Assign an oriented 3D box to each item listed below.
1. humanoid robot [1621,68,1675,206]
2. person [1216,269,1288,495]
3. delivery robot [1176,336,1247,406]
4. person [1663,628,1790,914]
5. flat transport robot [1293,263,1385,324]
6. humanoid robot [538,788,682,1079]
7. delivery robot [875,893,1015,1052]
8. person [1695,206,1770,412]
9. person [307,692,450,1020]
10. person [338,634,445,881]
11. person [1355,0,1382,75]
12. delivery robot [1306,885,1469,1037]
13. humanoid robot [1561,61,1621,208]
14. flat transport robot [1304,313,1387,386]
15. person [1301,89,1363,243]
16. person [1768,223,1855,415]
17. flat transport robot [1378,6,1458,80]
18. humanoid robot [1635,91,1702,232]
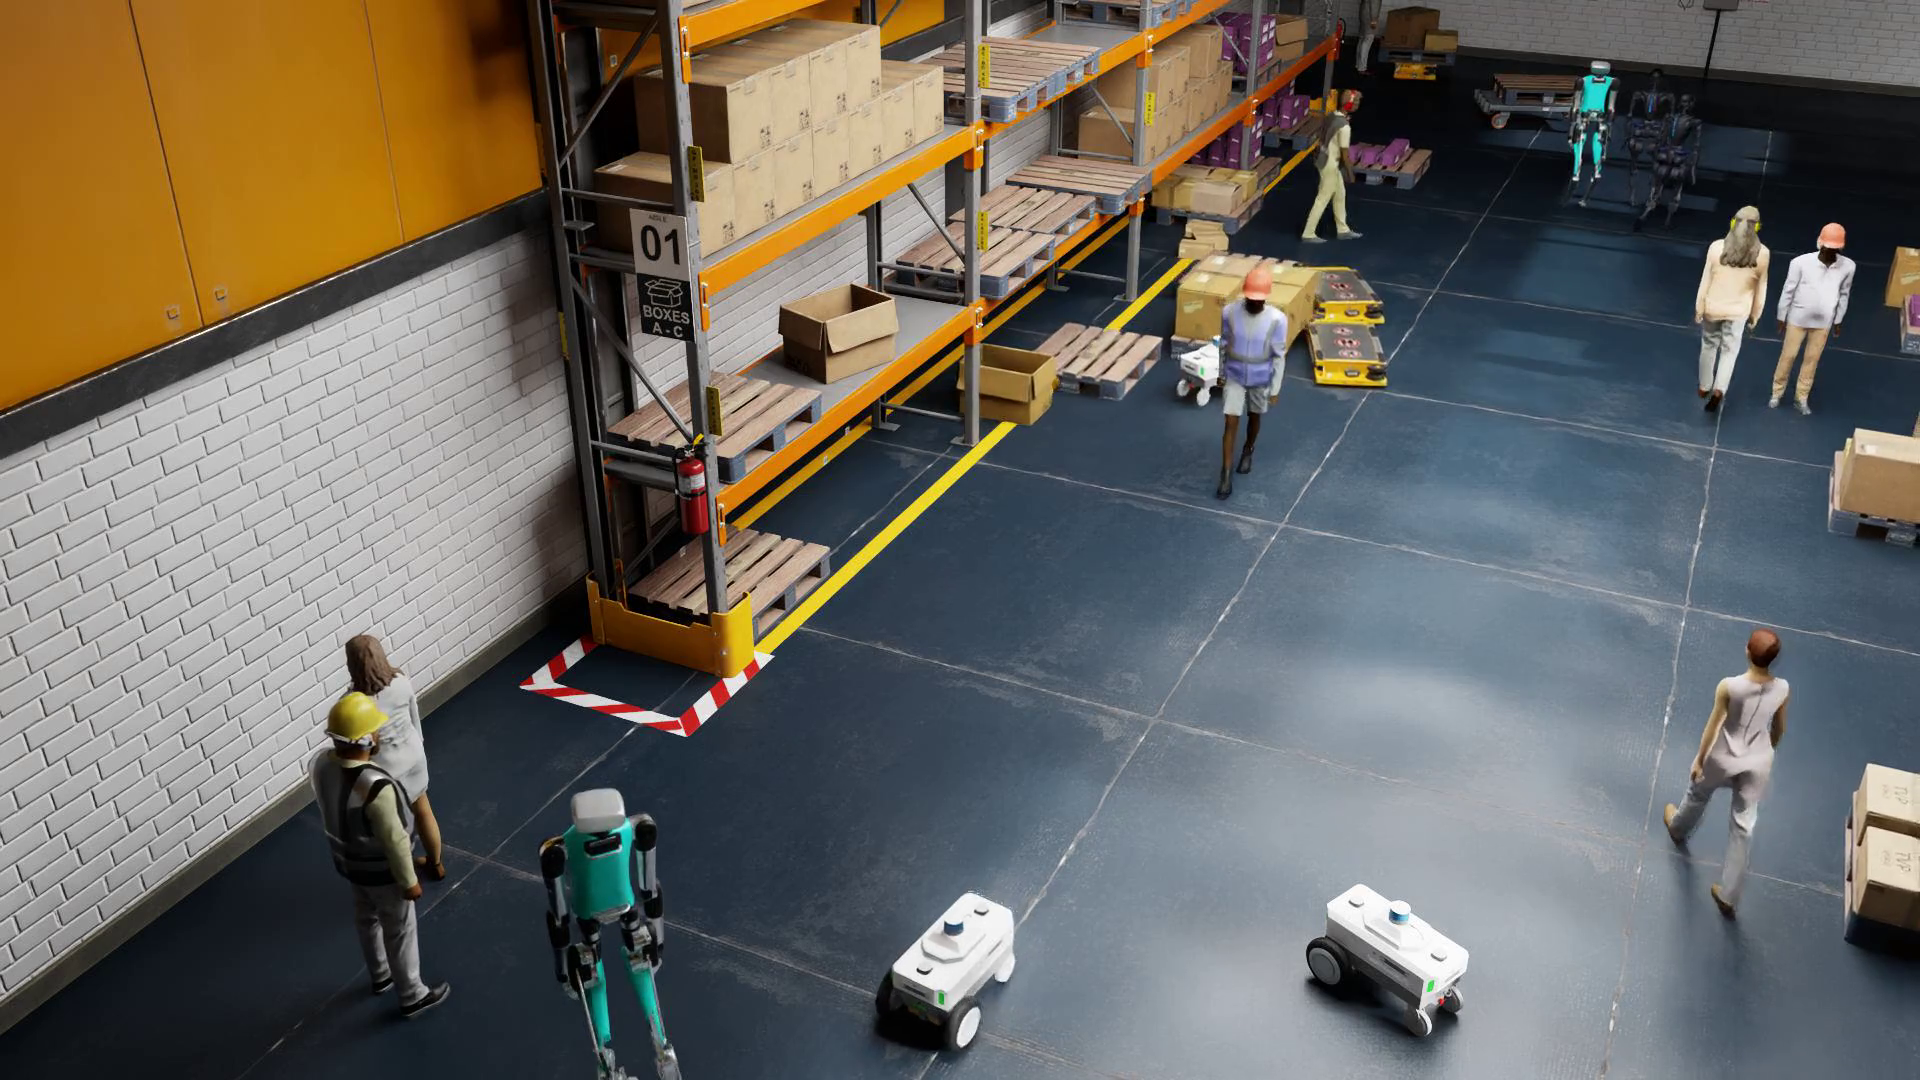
[{"bbox_3d":[8.421,-4.918,20.369,0.598,1.645,0.398,16,32,27],"label":"humanoid robot"},{"bbox_3d":[2.329,-1.295,13.426,0.550,1.875,0.986,8,29,14],"label":"person"},{"bbox_3d":[2.382,-1.604,15.382,0.769,0.577,0.499,-19,34,-31],"label":"delivery robot"},{"bbox_3d":[4.242,1.180,9.119,0.476,1.606,0.886,2,28,5],"label":"person"},{"bbox_3d":[3.971,-2.601,17.550,0.659,0.231,1.431,-1,28,-3],"label":"flat transport robot"},{"bbox_3d":[-1.517,2.012,7.524,0.544,1.854,0.622,-15,32,-25],"label":"humanoid robot"},{"bbox_3d":[-0.034,2.146,8.439,0.499,0.587,0.789,17,33,29],"label":"delivery robot"},{"bbox_3d":[6.868,-2.046,14.875,0.557,1.848,0.792,13,31,23],"label":"person"},{"bbox_3d":[-2.874,1.559,8.202,0.591,1.824,0.404,21,35,33],"label":"person"},{"bbox_3d":[-3.093,1.229,8.978,0.338,1.663,0.480,15,32,26],"label":"person"},{"bbox_3d":[6.581,-8.392,26.660,0.364,1.824,0.517,-2,28,-4],"label":"person"},{"bbox_3d":[2.204,2.106,8.531,0.499,0.603,0.794,-21,35,-34],"label":"delivery robot"},{"bbox_3d":[7.656,-4.826,20.169,0.539,1.837,0.684,4,29,7],"label":"humanoid robot"},{"bbox_3d":[3.734,-1.847,16.153,0.659,0.231,1.431,3,28,5],"label":"flat transport robot"},{"bbox_3d":[4.346,-4.234,18.970,0.798,1.802,0.602,2,28,3],"label":"person"},{"bbox_3d":[7.592,-1.980,14.837,0.583,1.748,0.357,4,29,8],"label":"person"},{"bbox_3d":[7.422,-7.749,27.098,0.659,0.231,1.431,7,29,12],"label":"flat transport robot"},{"bbox_3d":[8.301,-4.396,19.414,0.576,1.629,0.605,-20,34,-32],"label":"humanoid robot"}]
